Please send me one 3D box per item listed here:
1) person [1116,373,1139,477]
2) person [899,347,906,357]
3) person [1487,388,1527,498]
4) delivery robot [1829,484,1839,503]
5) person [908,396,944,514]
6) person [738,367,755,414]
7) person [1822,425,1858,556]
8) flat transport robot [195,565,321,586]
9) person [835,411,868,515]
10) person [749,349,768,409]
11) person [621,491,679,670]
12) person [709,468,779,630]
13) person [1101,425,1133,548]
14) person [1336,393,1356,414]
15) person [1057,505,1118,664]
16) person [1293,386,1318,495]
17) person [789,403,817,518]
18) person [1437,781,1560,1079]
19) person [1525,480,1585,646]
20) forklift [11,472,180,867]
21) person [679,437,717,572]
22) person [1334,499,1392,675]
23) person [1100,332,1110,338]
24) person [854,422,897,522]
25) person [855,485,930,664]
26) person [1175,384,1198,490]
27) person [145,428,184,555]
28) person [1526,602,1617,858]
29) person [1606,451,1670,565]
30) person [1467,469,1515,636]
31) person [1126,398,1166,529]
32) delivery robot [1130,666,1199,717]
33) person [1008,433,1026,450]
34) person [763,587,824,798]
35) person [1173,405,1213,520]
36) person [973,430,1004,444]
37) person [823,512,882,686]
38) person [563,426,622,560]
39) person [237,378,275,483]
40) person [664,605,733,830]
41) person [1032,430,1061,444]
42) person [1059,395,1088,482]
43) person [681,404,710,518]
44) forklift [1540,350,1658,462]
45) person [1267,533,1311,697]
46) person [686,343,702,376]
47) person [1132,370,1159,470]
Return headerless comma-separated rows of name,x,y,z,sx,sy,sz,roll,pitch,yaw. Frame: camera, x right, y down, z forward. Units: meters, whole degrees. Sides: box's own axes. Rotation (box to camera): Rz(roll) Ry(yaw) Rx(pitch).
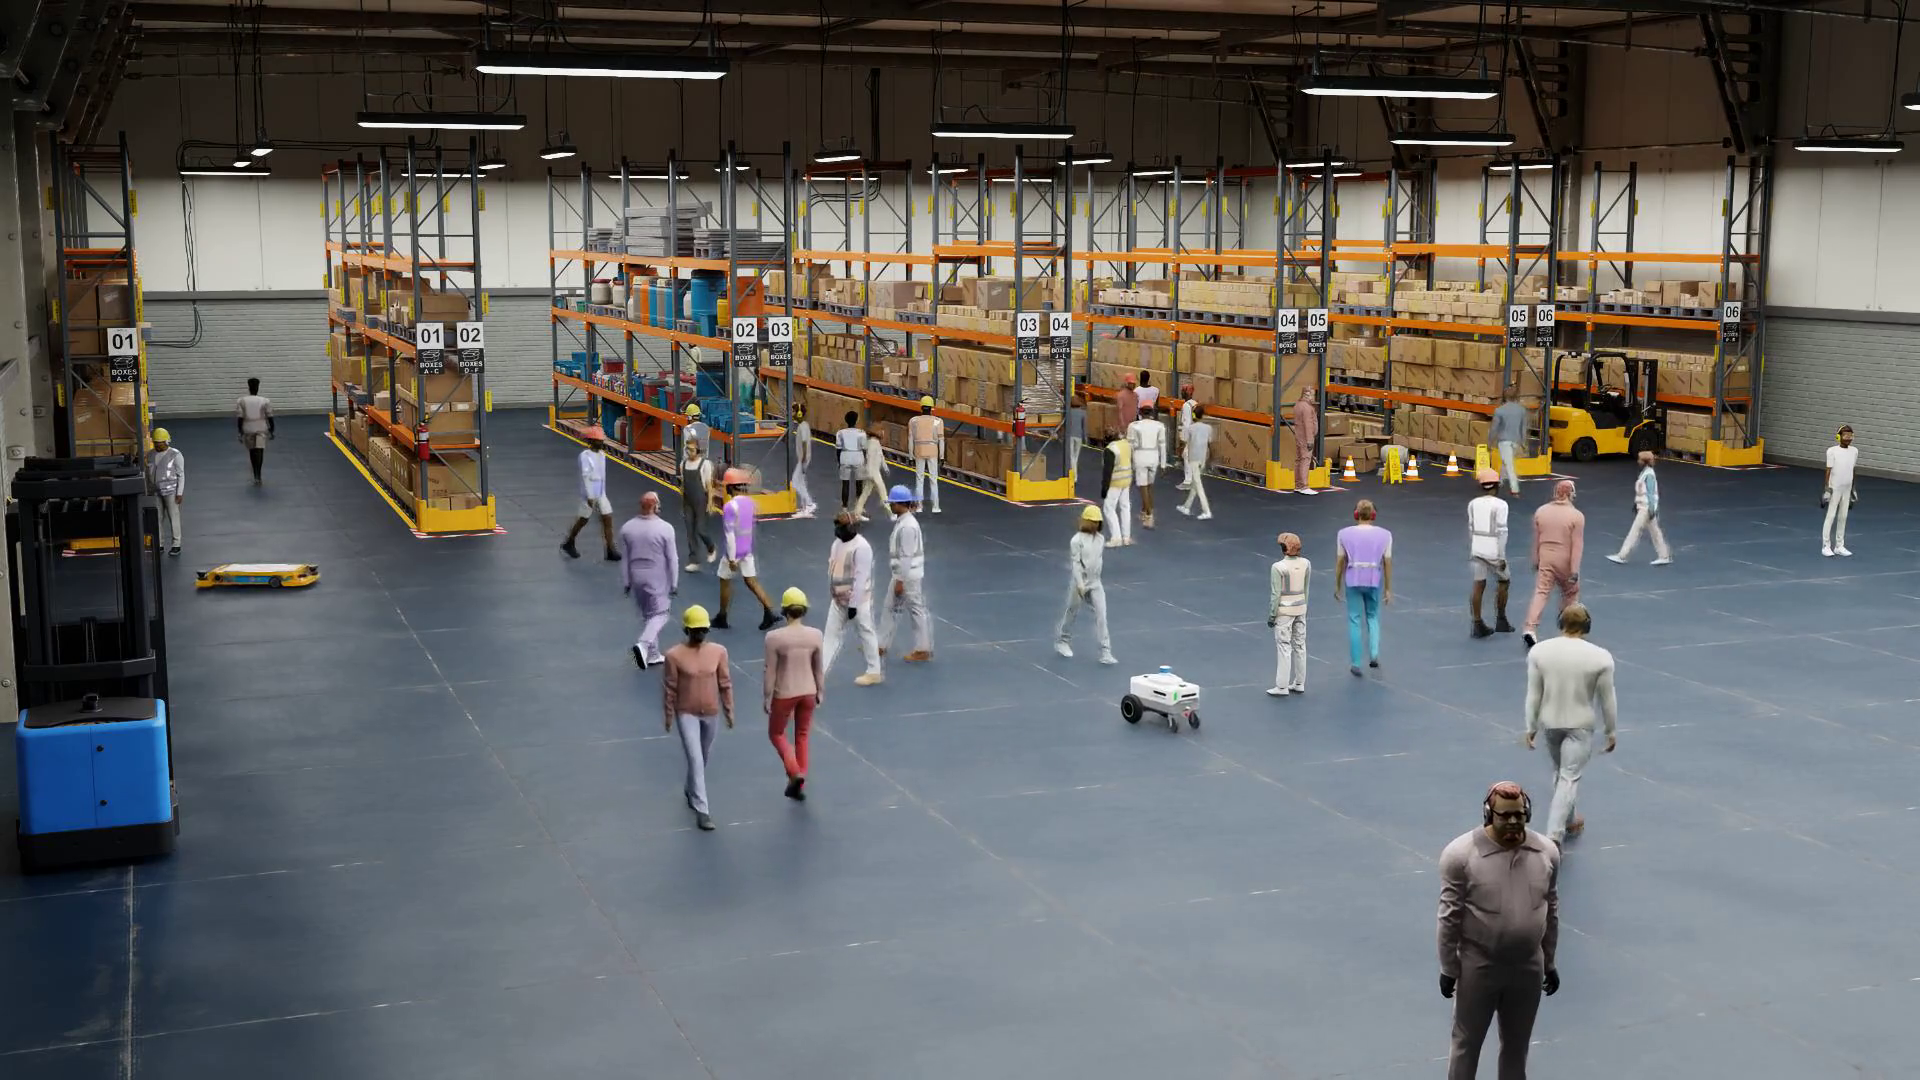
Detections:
person,3.099,-2.171,39.324,0.626,1.955,1.024,-7,11,-39
person,-1.230,-3.312,46.790,0.615,1.990,1.063,-3,9,-19
person,9.456,-1.693,36.310,0.653,1.882,1.007,-3,9,-22
delivery robot,14.675,-0.864,35.031,0.477,0.478,0.707,3,9,21
person,-0.549,-1.390,34.152,0.593,1.924,0.384,1,9,4
person,-5.222,-3.803,50.823,0.595,1.749,0.368,8,11,41
person,12.536,-0.705,29.778,0.516,1.871,0.325,-2,9,-14
flat transport robot,-9.203,0.458,27.466,1.431,0.197,0.652,0,9,1
person,-1.750,-1.245,33.948,0.533,1.697,0.319,1,9,5
person,-5.181,-4.344,53.612,0.682,2.000,0.537,2,9,12
person,-3.302,0.434,22.138,0.655,1.889,0.755,4,9,23
person,-2.527,0.105,24.290,0.945,1.909,0.552,5,10,32
person,2.314,-0.801,30.679,0.430,1.807,0.796,7,11,38
person,8.893,-3.385,48.215,0.537,1.695,0.320,-3,9,-18
person,1.353,0.459,22.600,0.486,1.703,0.908,-6,10,-33
person,6.061,-1.756,36.660,0.409,1.908,0.639,-1,9,-9
person,-2.567,-1.264,33.551,0.387,1.852,0.561,-1,9,-6
person,2.742,2.151,10.613,0.651,1.906,0.403,-1,9,-9
person,6.677,0.253,23.469,0.998,1.865,0.645,-8,12,-44
forklift,-6.630,0.886,15.957,1.129,2.768,1.873,-3,9,-21
person,-3.569,-0.494,28.490,0.539,1.834,0.535,4,10,27
person,4.223,0.488,21.991,0.566,1.825,0.541,0,9,1
person,3.781,-4.440,54.501,0.441,1.922,0.553,-4,9,-25
person,-1.303,-1.076,33.212,0.858,1.580,0.489,0,9,1
person,-0.727,0.375,22.403,0.882,1.914,0.639,-2,9,-10
person,4.051,-1.840,37.299,0.355,1.883,0.575,3,9,21
person,-11.354,-0.694,29.852,0.586,1.825,0.403,2,9,13
person,4.561,1.402,15.683,0.648,1.894,1.025,6,10,34
person,9.417,-0.438,28.903,0.873,1.585,0.541,2,9,12
person,6.110,0.139,24.024,0.731,1.904,0.578,-7,11,-37
person,2.855,-1.212,32.718,0.598,1.990,0.956,-3,9,-18
delivery robot,1.929,1.431,19.719,0.477,0.478,0.707,-6,11,-34
person,1.177,-2.630,42.376,0.602,1.940,0.402,7,11,40
person,-1.348,1.257,17.083,0.540,1.749,0.417,-4,10,-26
person,3.786,-1.256,33.644,0.535,1.821,1.003,-5,10,-32
person,0.639,-2.988,45.161,0.581,1.834,1.005,-5,10,-30
person,-1.193,0.612,21.231,0.941,1.791,0.657,-6,10,-33
person,-5.208,-0.672,29.493,0.964,1.899,0.550,5,10,31
person,-12.885,-2.009,38.321,0.622,1.921,1.009,-2,9,-11
person,-2.086,1.345,16.570,0.530,1.732,0.873,-4,10,-26
person,1.841,-3.056,45.245,0.615,1.946,1.042,-3,9,-19
person,2.076,-1.881,38.545,0.515,1.582,0.847,-2,9,-12
person,-4.276,-1.272,33.677,0.404,1.830,0.601,5,10,31
forklift,12.897,-2.725,42.309,2.313,2.155,1.214,-3,9,-21
person,3.288,0.740,20.903,0.512,1.641,0.307,-6,11,-37
person,-6.933,-4.410,54.593,0.404,1.834,0.591,1,9,6
person,3.554,-2.301,40.256,0.595,1.918,0.386,-4,9,-25
